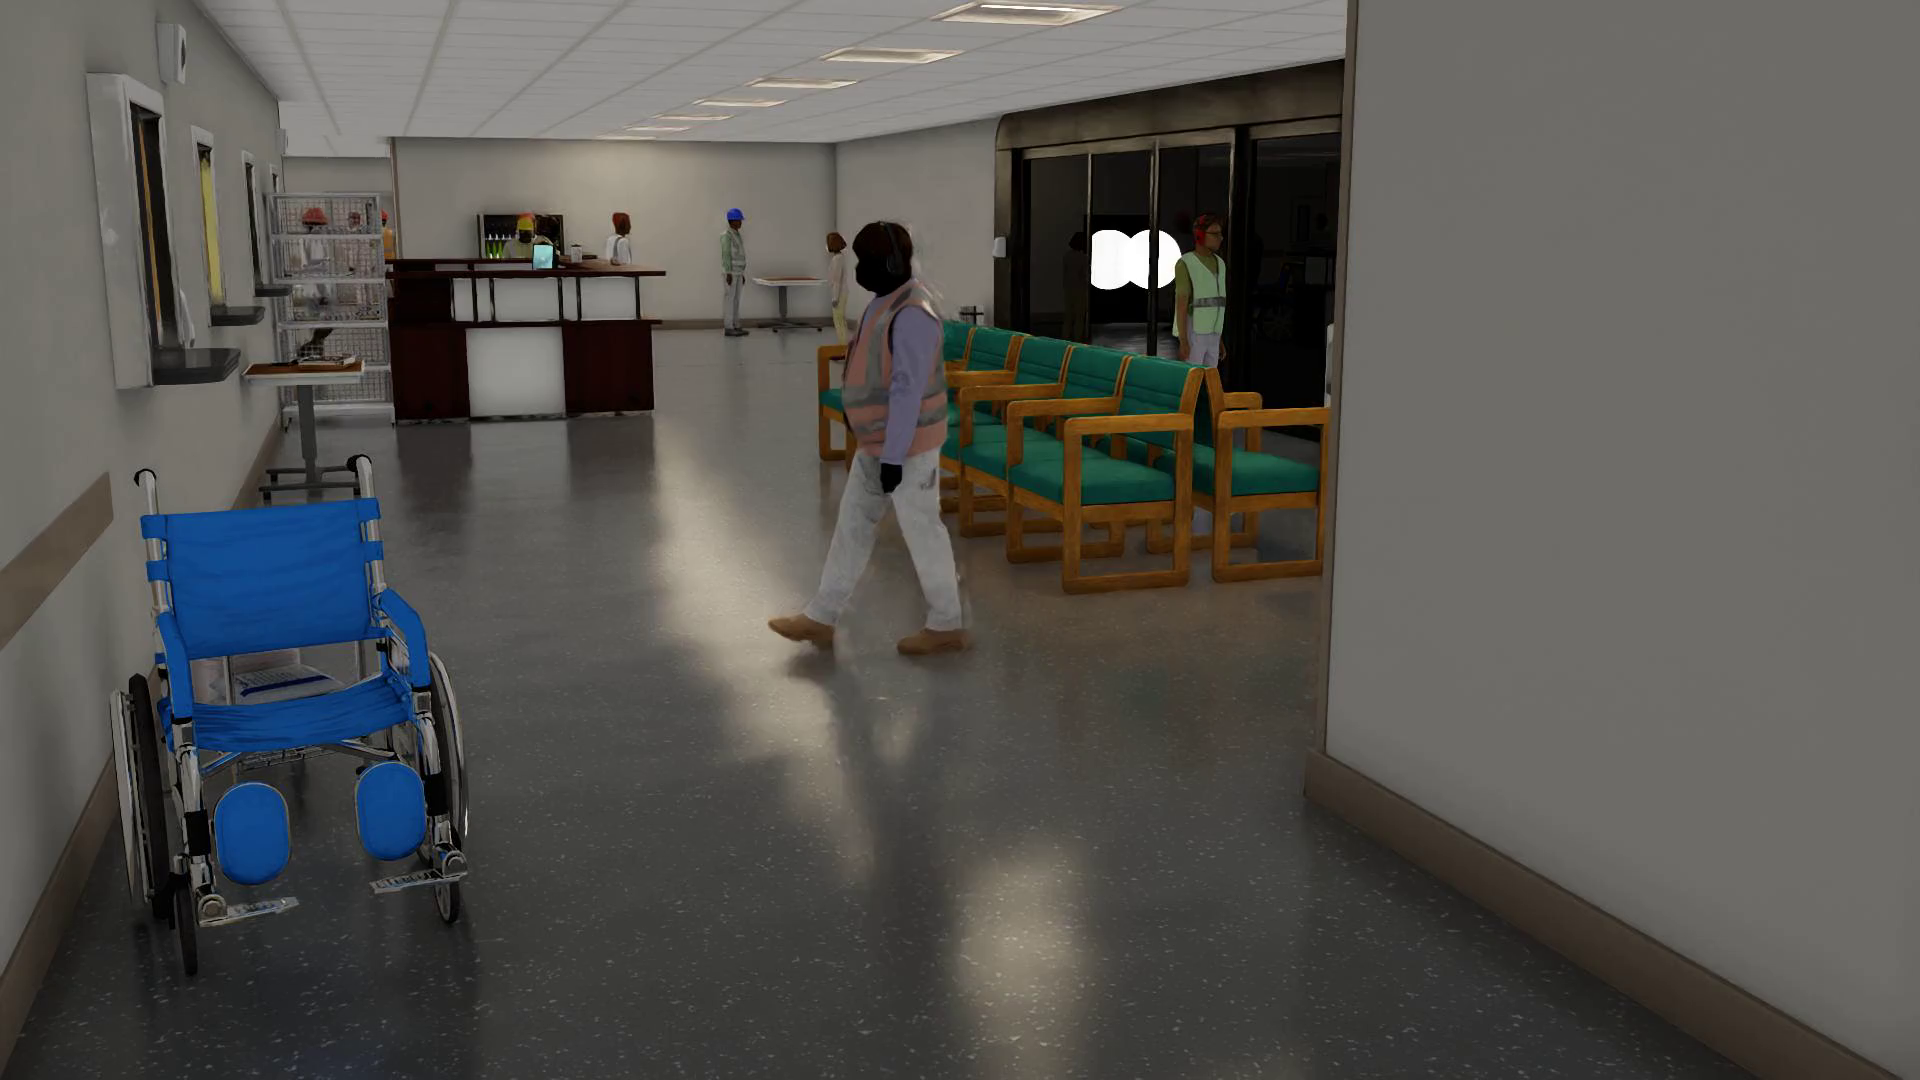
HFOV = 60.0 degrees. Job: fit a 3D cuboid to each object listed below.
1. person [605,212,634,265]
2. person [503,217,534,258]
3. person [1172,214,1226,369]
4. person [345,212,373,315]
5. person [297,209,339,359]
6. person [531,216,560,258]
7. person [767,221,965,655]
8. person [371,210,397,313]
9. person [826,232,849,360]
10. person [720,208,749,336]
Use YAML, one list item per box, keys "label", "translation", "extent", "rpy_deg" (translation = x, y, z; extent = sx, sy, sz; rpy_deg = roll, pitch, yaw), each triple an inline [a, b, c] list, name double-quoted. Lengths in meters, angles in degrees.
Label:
- label: "person"
  translation: [-4.306, -3.232, 21.246]
  extent: [0.395, 1.883, 0.585]
  rpy_deg: [-7, 13, -33]
- label: "person"
  translation: [-5.784, -3.391, 22.218]
  extent: [0.595, 1.825, 0.404]
  rpy_deg: [-5, 12, -24]
- label: "person"
  translation: [1.791, -1.503, 12.463]
  extent: [0.375, 1.841, 0.575]
  rpy_deg: [9, 14, 38]
- label: "person"
  translation: [-11.023, -5.035, 30.429]
  extent: [0.401, 1.906, 0.649]
  rpy_deg: [1, 11, 7]
- label: "person"
  translation: [-7.555, -2.928, 19.569]
  extent: [0.457, 1.925, 0.574]
  rpy_deg: [-7, 13, -33]
- label: "person"
  translation: [-5.368, -3.292, 21.689]
  extent: [0.431, 1.835, 0.625]
  rpy_deg: [-2, 11, -8]
- label: "person"
  translation: [-0.387, -0.391, 6.857]
  extent: [0.906, 1.801, 0.640]
  rpy_deg: [-3, 11, -15]
- label: "person"
  translation: [-10.884, -5.251, 31.450]
  extent: [0.542, 1.939, 0.362]
  rpy_deg: [-10, 15, -42]
- label: "person"
  translation: [-1.565, -3.104, 21.251]
  extent: [0.286, 1.628, 0.505]
  rpy_deg: [1, 11, 3]
- label: "person"
  translation: [-3.469, -4.109, 25.563]
  extent: [0.395, 1.949, 0.602]
  rpy_deg: [3, 11, 15]
